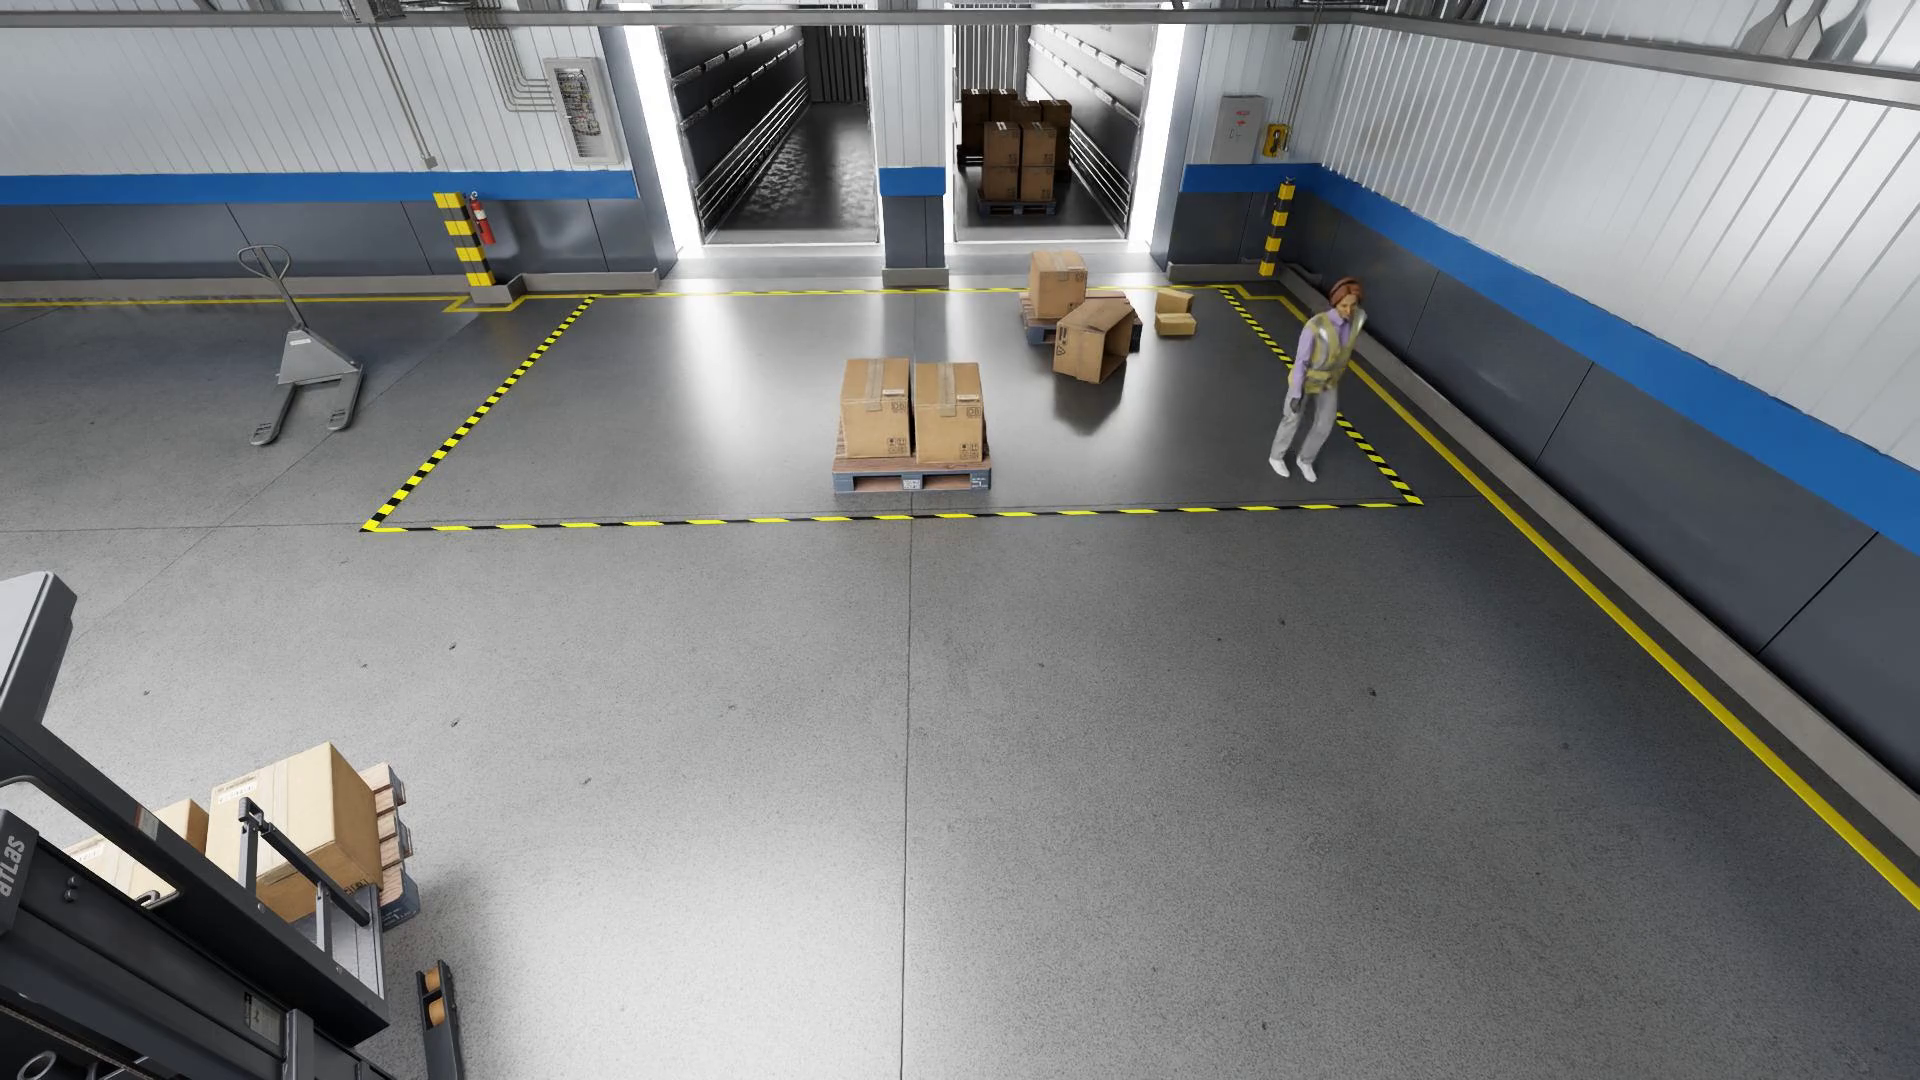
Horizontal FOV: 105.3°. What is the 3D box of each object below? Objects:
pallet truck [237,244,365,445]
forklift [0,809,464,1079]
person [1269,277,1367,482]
[{"bbox_3d":[-5.915,-1.733,6.366,0.680,1.201,1.601,-18,42,-21],"label":"pallet truck"},{"bbox_3d":[-1.870,1.524,1.616,0.716,2.013,0.776,-24,44,-27],"label":"forklift"},{"bbox_3d":[2.547,-1.119,5.289,0.541,1.600,0.445,-11,40,-13],"label":"person"}]
